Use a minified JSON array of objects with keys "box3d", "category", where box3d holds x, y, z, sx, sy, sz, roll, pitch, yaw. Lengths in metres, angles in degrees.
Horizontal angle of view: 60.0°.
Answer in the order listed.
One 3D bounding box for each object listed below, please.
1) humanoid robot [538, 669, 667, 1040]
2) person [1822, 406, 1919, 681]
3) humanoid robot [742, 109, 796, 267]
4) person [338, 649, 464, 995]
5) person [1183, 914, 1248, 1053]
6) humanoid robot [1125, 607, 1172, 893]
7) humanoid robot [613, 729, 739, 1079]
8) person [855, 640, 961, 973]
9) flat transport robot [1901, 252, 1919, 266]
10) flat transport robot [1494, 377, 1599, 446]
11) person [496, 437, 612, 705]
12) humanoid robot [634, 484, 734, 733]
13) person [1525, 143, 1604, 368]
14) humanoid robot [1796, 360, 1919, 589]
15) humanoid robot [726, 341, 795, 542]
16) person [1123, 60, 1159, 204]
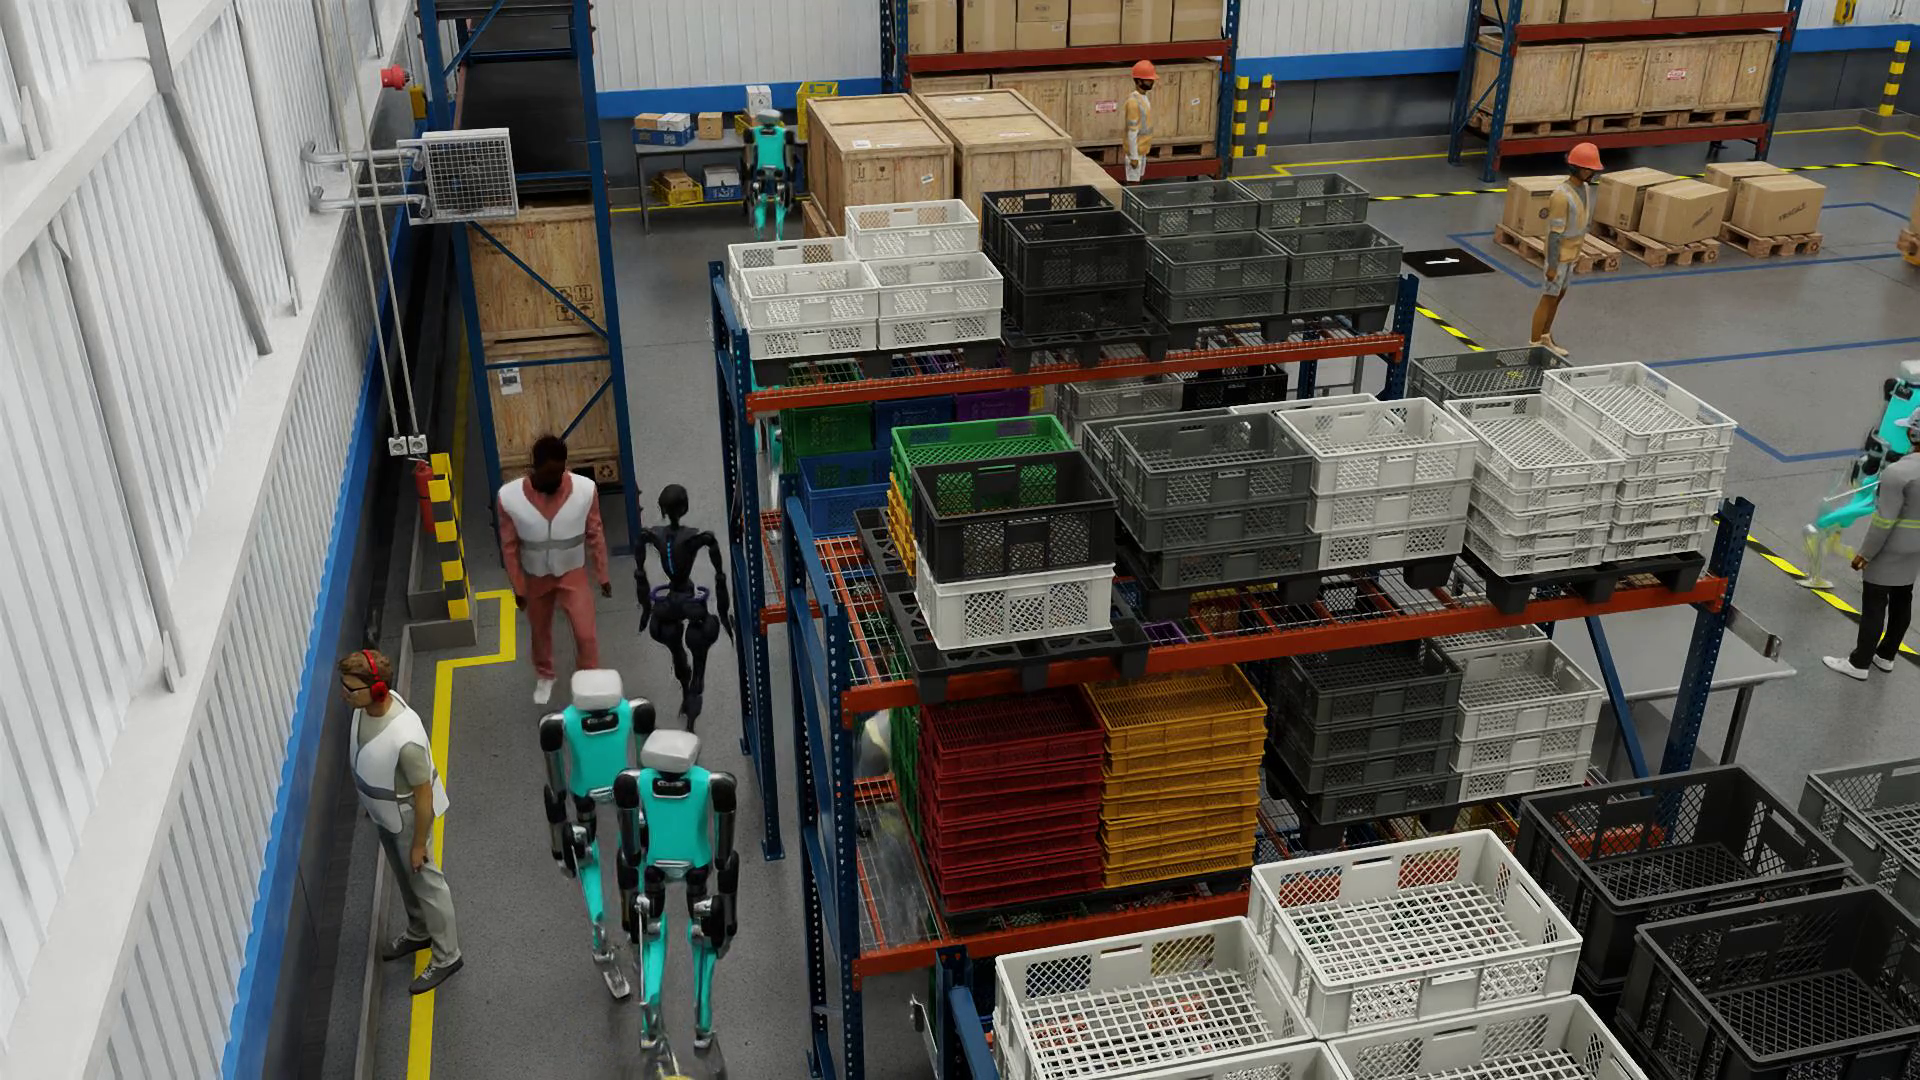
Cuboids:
[{"box3d":[-1.542,1.545,7.605,0.557,1.848,0.849,-11,30,-20],"category":"humanoid robot"},{"box3d":[5.800,0.014,10.327,0.586,1.848,0.392,-11,30,-20],"category":"person"},{"box3d":[-1.968,-3.437,17.041,0.543,1.834,0.674,2,28,5],"category":"humanoid robot"},{"box3d":[-2.635,1.306,7.874,0.389,1.847,0.563,-22,35,-35],"category":"person"},{"box3d":[0.999,2.148,6.346,0.970,1.782,0.510,-8,29,-15],"category":"person"},{"box3d":[0.871,1.082,8.494,0.438,1.650,0.608,9,29,17],"category":"humanoid robot"},{"box3d":[-1.236,1.764,7.155,0.530,1.782,0.861,2,28,3],"category":"humanoid robot"},{"box3d":[-0.183,1.280,7.951,0.641,1.829,0.435,-18,33,-30],"category":"person"},{"box3d":[10.613,-2.840,17.406,0.652,0.197,1.431,-4,28,-7],"category":"flat transport robot"},{"box3d":[4.780,-1.036,14.013,0.659,0.231,1.431,-6,28,-12],"category":"flat transport robot"},{"box3d":[-2.384,0.233,9.903,0.612,1.864,0.782,-5,28,-10],"category":"person"},{"box3d":[-1.638,0.440,9.752,0.592,1.628,0.743,4,28,7],"category":"humanoid robot"},{"box3d":[5.479,-2.574,15.032,0.388,2.039,0.614,20,34,32],"category":"person"},{"box3d":[6.051,-0.374,11.166,1.003,1.719,0.546,-1,28,-2],"category":"humanoid robot"},{"box3d":[-1.473,-0.831,12.120,0.559,1.842,0.866,-7,29,-14],"category":"humanoid robot"},{"box3d":[1.996,-4.356,18.522,0.352,1.938,0.543,9,29,16],"category":"person"}]
